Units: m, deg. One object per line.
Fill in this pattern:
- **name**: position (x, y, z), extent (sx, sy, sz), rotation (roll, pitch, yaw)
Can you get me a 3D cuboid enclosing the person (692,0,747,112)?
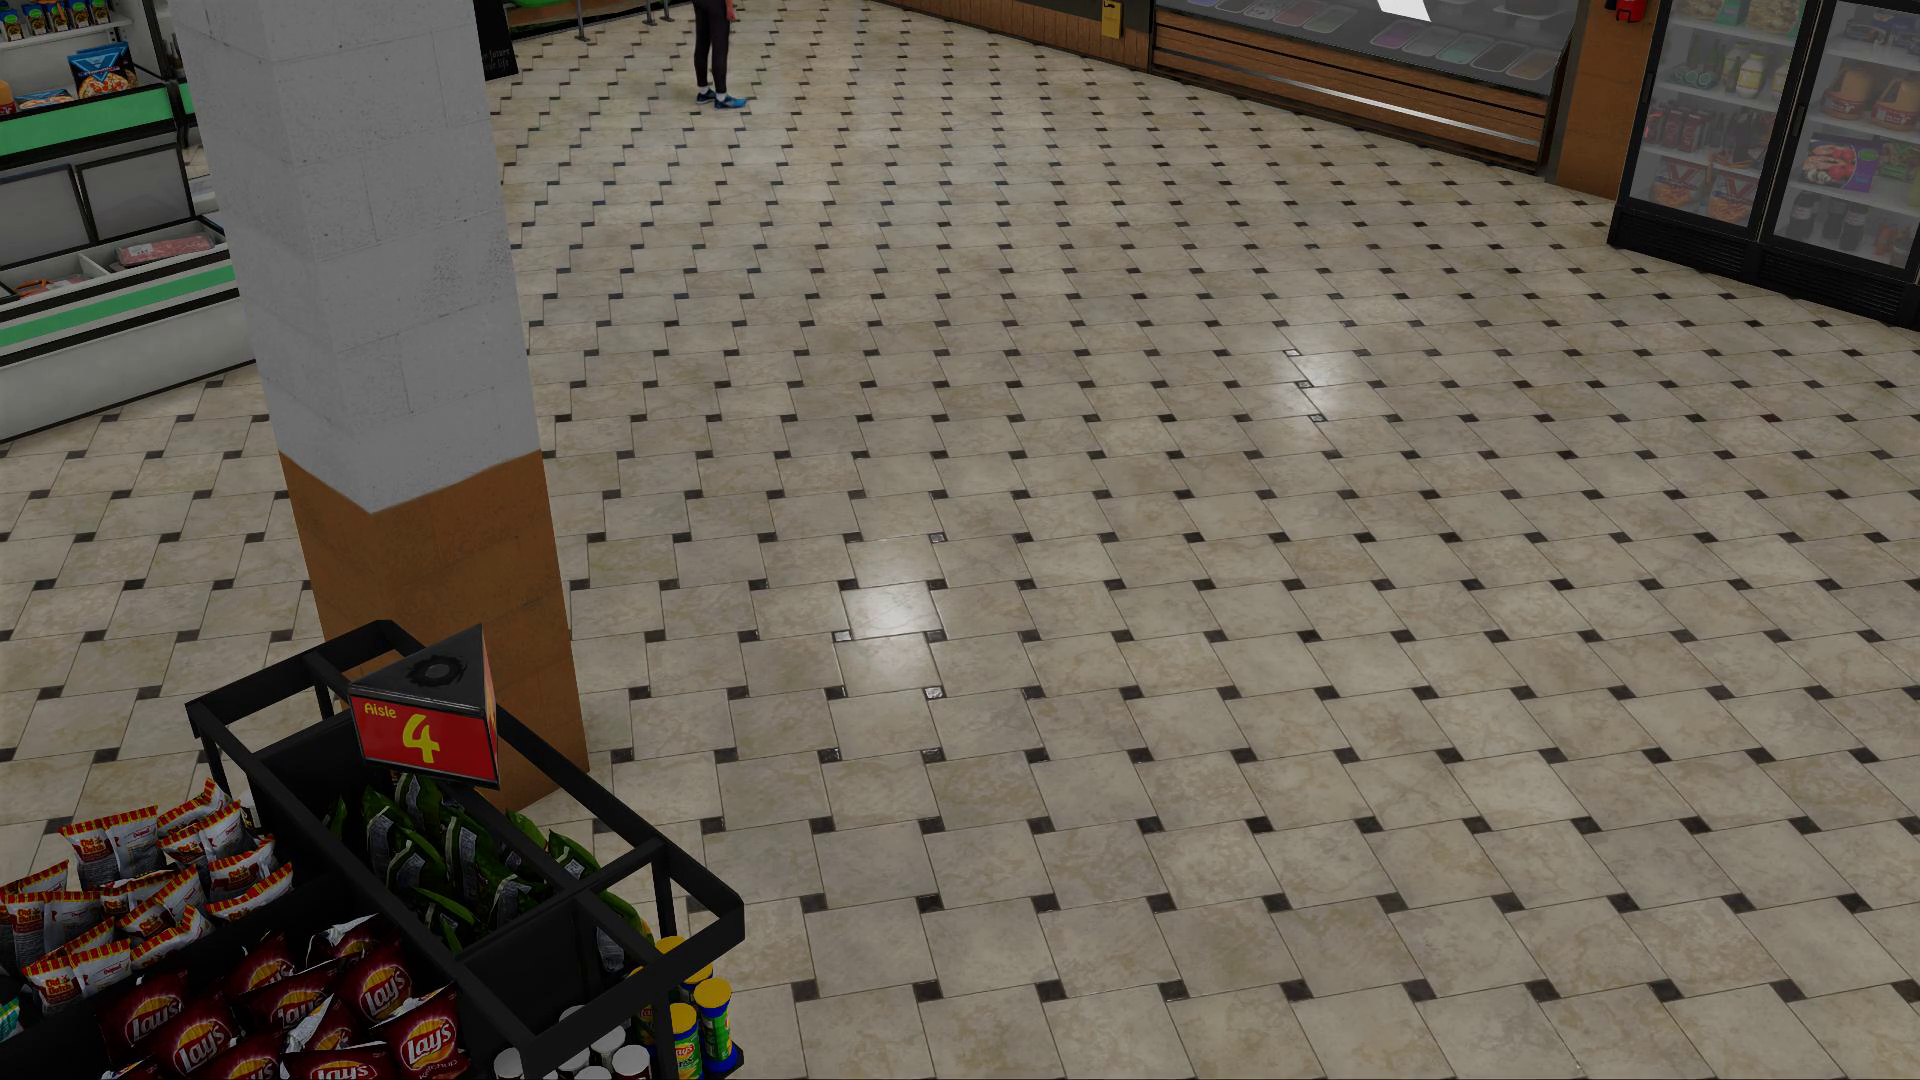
- **person**: position (-2.163, -4.662, 14.352), extent (0.572, 1.826, 0.706), rotation (-24, 39, -33)
